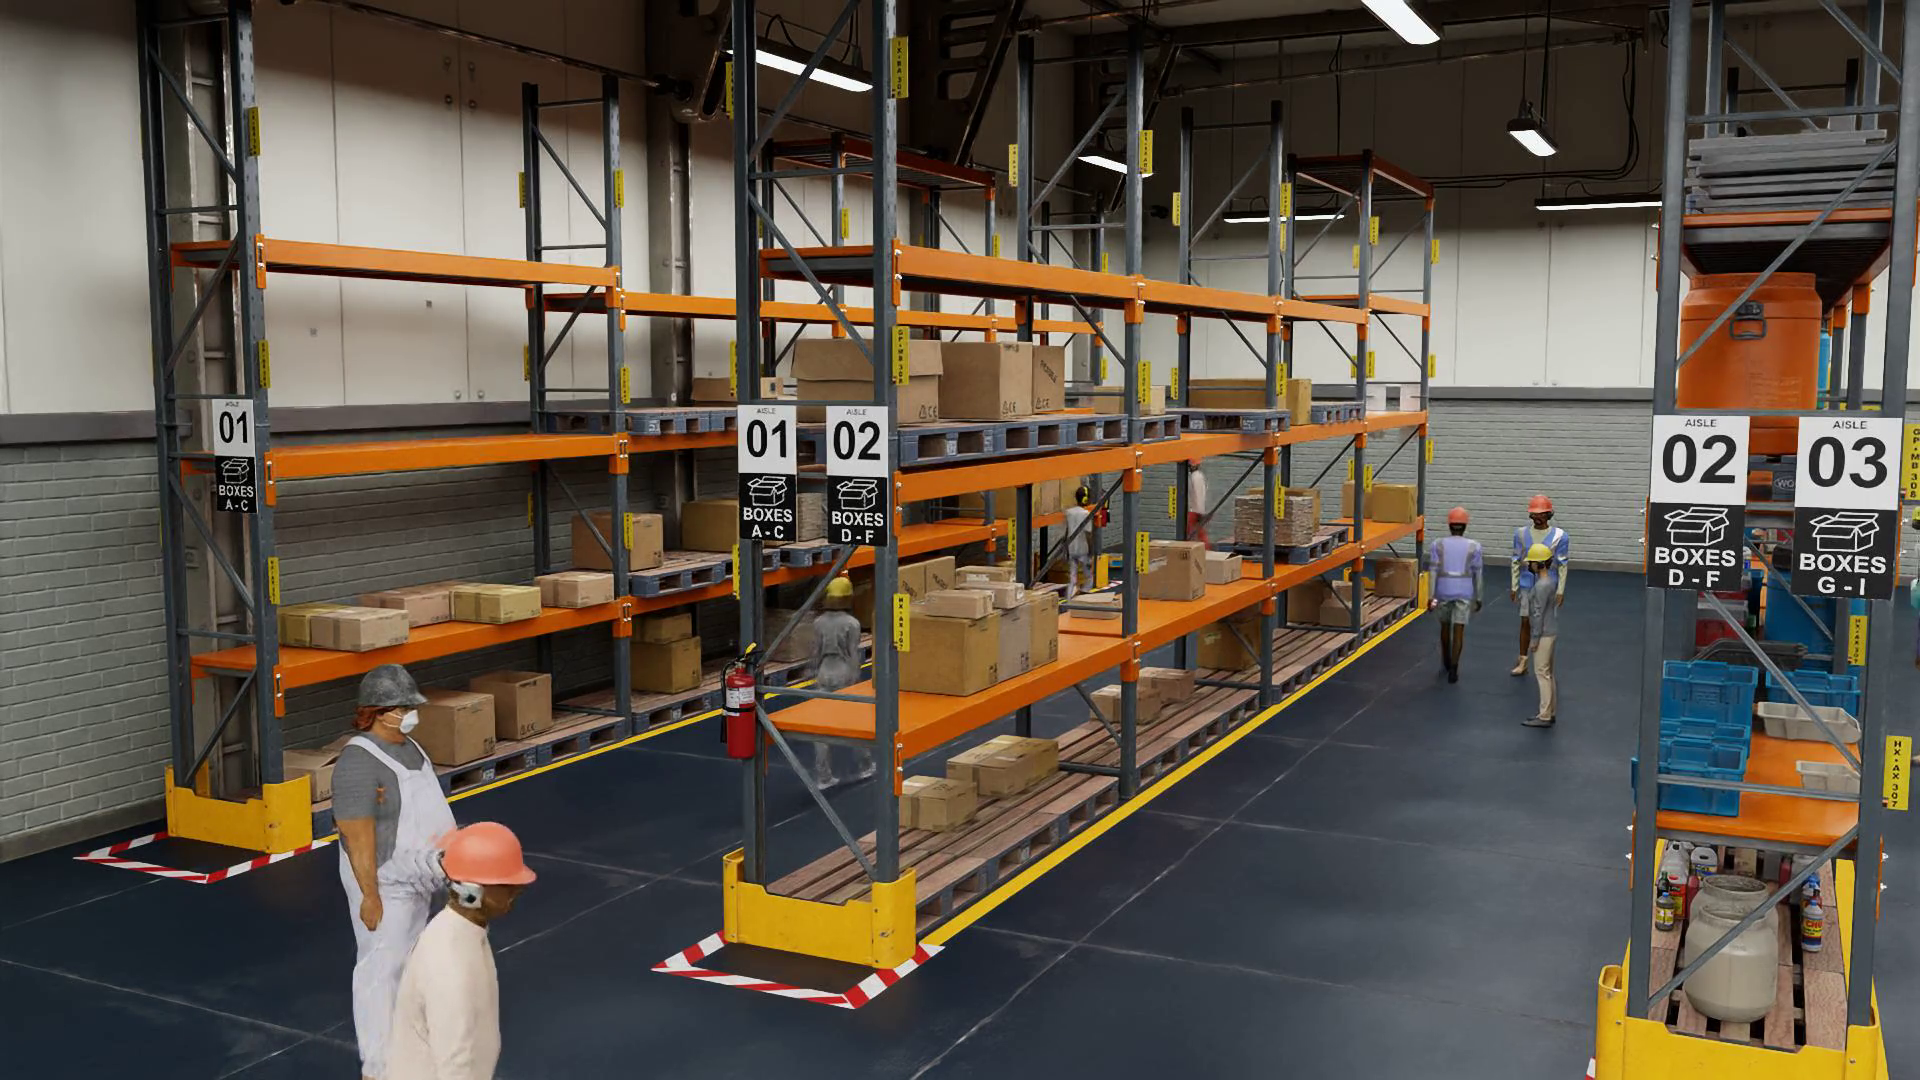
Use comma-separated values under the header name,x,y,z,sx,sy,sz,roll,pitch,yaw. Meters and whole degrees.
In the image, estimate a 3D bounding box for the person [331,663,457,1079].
name,x,y,z,sx,sy,sz,roll,pitch,yaw
person,-2.680,1.594,7.986,0.536,2.000,0.677,0,6,1

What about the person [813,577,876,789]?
name,x,y,z,sx,sy,sz,roll,pitch,yaw
person,-0.943,1.157,13.765,0.508,1.709,0.798,3,7,29

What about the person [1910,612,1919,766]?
name,x,y,z,sx,sy,sz,roll,pitch,yaw
person,8.452,0.959,14.163,0.395,2.040,0.609,-4,7,-31

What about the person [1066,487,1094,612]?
name,x,y,z,sx,sy,sz,roll,pitch,yaw
person,1.610,0.193,22.595,0.620,1.842,0.542,5,8,42

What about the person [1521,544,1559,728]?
name,x,y,z,sx,sy,sz,roll,pitch,yaw
person,5.565,0.914,15.970,0.344,1.756,0.518,3,6,25

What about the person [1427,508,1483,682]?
name,x,y,z,sx,sy,sz,roll,pitch,yaw
person,5.508,0.588,18.474,0.569,1.886,0.996,2,6,20

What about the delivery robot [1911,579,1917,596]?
name,x,y,z,sx,sy,sz,roll,pitch,yaw
delivery robot,13.911,0.653,23.834,0.707,0.478,0.477,-6,8,-45

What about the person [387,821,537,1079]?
name,x,y,z,sx,sy,sz,roll,pitch,yaw
person,-1.639,1.894,5.578,0.969,1.930,0.604,0,6,-4

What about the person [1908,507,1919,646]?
name,x,y,z,sx,sy,sz,roll,pitch,yaw
person,11.962,0.458,20.539,0.534,1.730,0.535,2,6,20

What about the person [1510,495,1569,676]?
name,x,y,z,sx,sy,sz,roll,pitch,yaw
person,6.411,0.517,18.448,0.608,2.044,0.372,4,7,33
